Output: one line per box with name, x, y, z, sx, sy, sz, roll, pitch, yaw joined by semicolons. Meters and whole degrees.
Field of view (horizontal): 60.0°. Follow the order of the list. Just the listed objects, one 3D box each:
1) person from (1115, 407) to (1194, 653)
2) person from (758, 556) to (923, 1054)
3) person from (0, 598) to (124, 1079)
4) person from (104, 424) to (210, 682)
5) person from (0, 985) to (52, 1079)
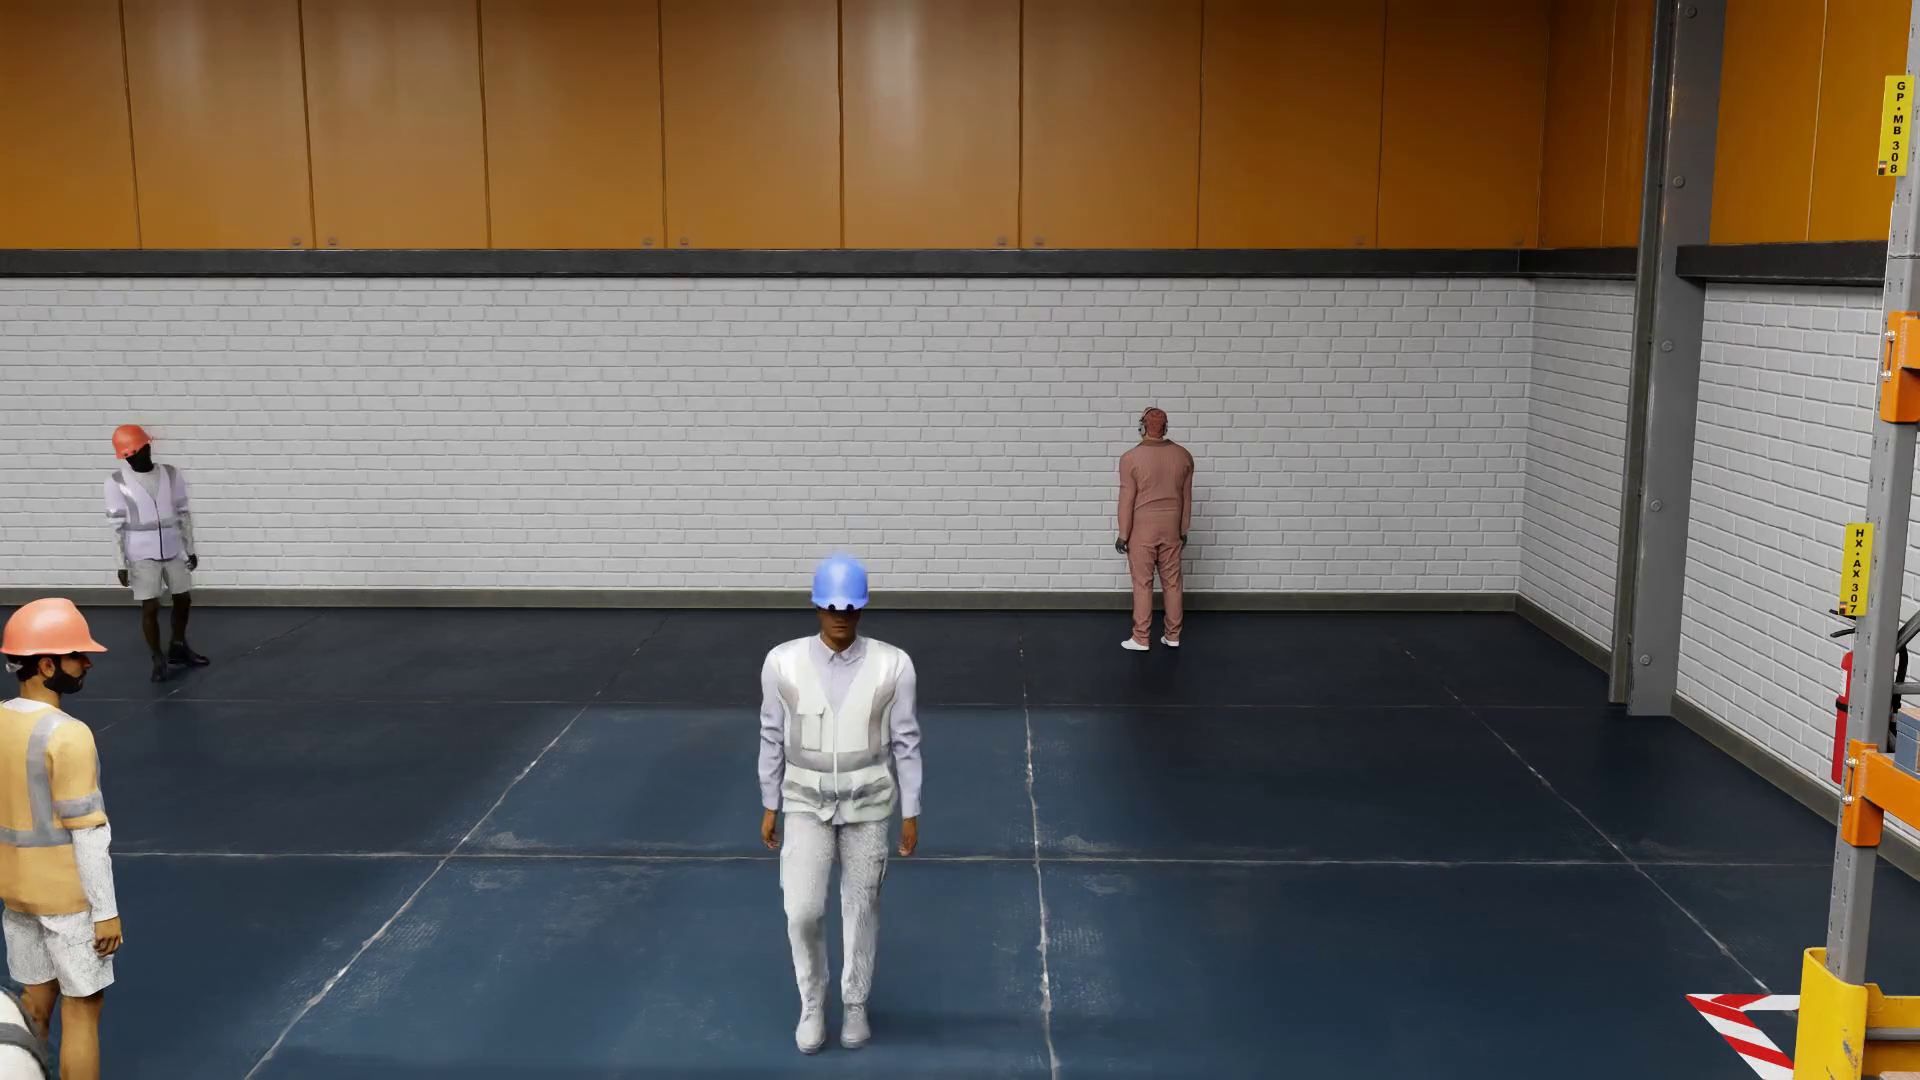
person;1.491;-0.079;12.945;0.643;1.910;0.399;-4;10;-22
person;-0.452;1.012;6.315;0.633;1.932;0.527;0;9;-2
person;-2.973;1.147;5.515;0.552;1.933;0.364;5;11;28
person;-5.830;0.081;12.061;0.538;1.889;0.691;8;12;40
person;-1.926;1.545;3.486;0.669;1.819;0.545;-6;11;-30
